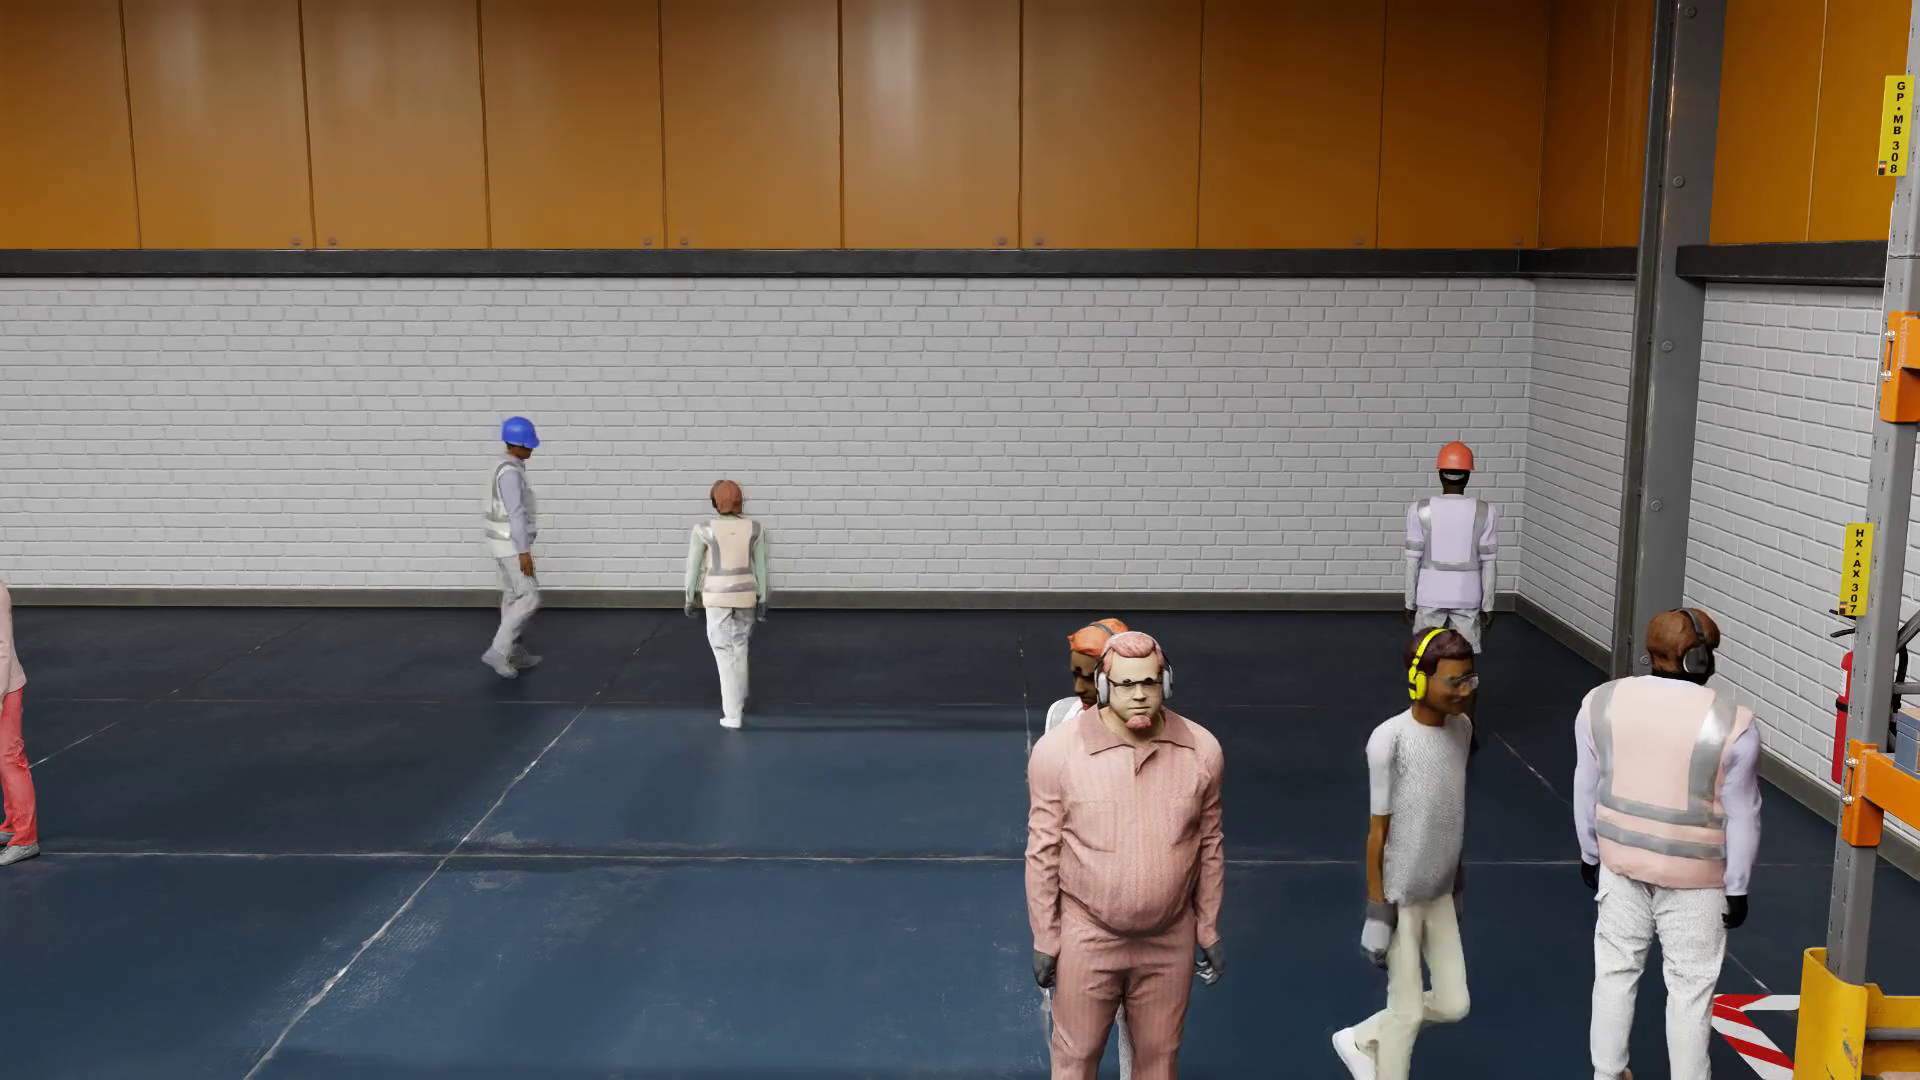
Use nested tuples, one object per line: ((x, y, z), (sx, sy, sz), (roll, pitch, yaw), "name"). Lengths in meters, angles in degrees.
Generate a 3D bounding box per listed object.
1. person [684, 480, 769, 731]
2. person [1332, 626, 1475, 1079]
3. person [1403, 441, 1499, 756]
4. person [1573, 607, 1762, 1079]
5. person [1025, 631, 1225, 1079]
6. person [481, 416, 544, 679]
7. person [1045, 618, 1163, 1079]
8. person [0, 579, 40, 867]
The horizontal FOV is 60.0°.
((-1.557, 0.408, 10.921), (0.518, 1.613, 0.706), (-5, 11, -30), "person")
((1.483, 1.180, 5.589), (0.522, 1.852, 0.501), (-6, 11, -34), "person")
((3.011, 0.358, 10.244), (0.551, 1.932, 0.378), (2, 10, 15), "person")
((2.468, 1.143, 5.832), (0.624, 1.841, 0.430), (9, 13, 43), "person")
((0.522, 1.220, 5.166), (0.638, 1.910, 0.407), (-2, 10, -9), "person")
((-3.245, 0.057, 12.101), (0.447, 1.923, 0.699), (-3, 10, -16), "person")
((0.469, 1.176, 5.486), (0.574, 1.887, 0.355), (9, 13, 42), "person")
((-4.881, 0.761, 8.361), (0.326, 1.760, 0.524), (-7, 12, -35), "person")
